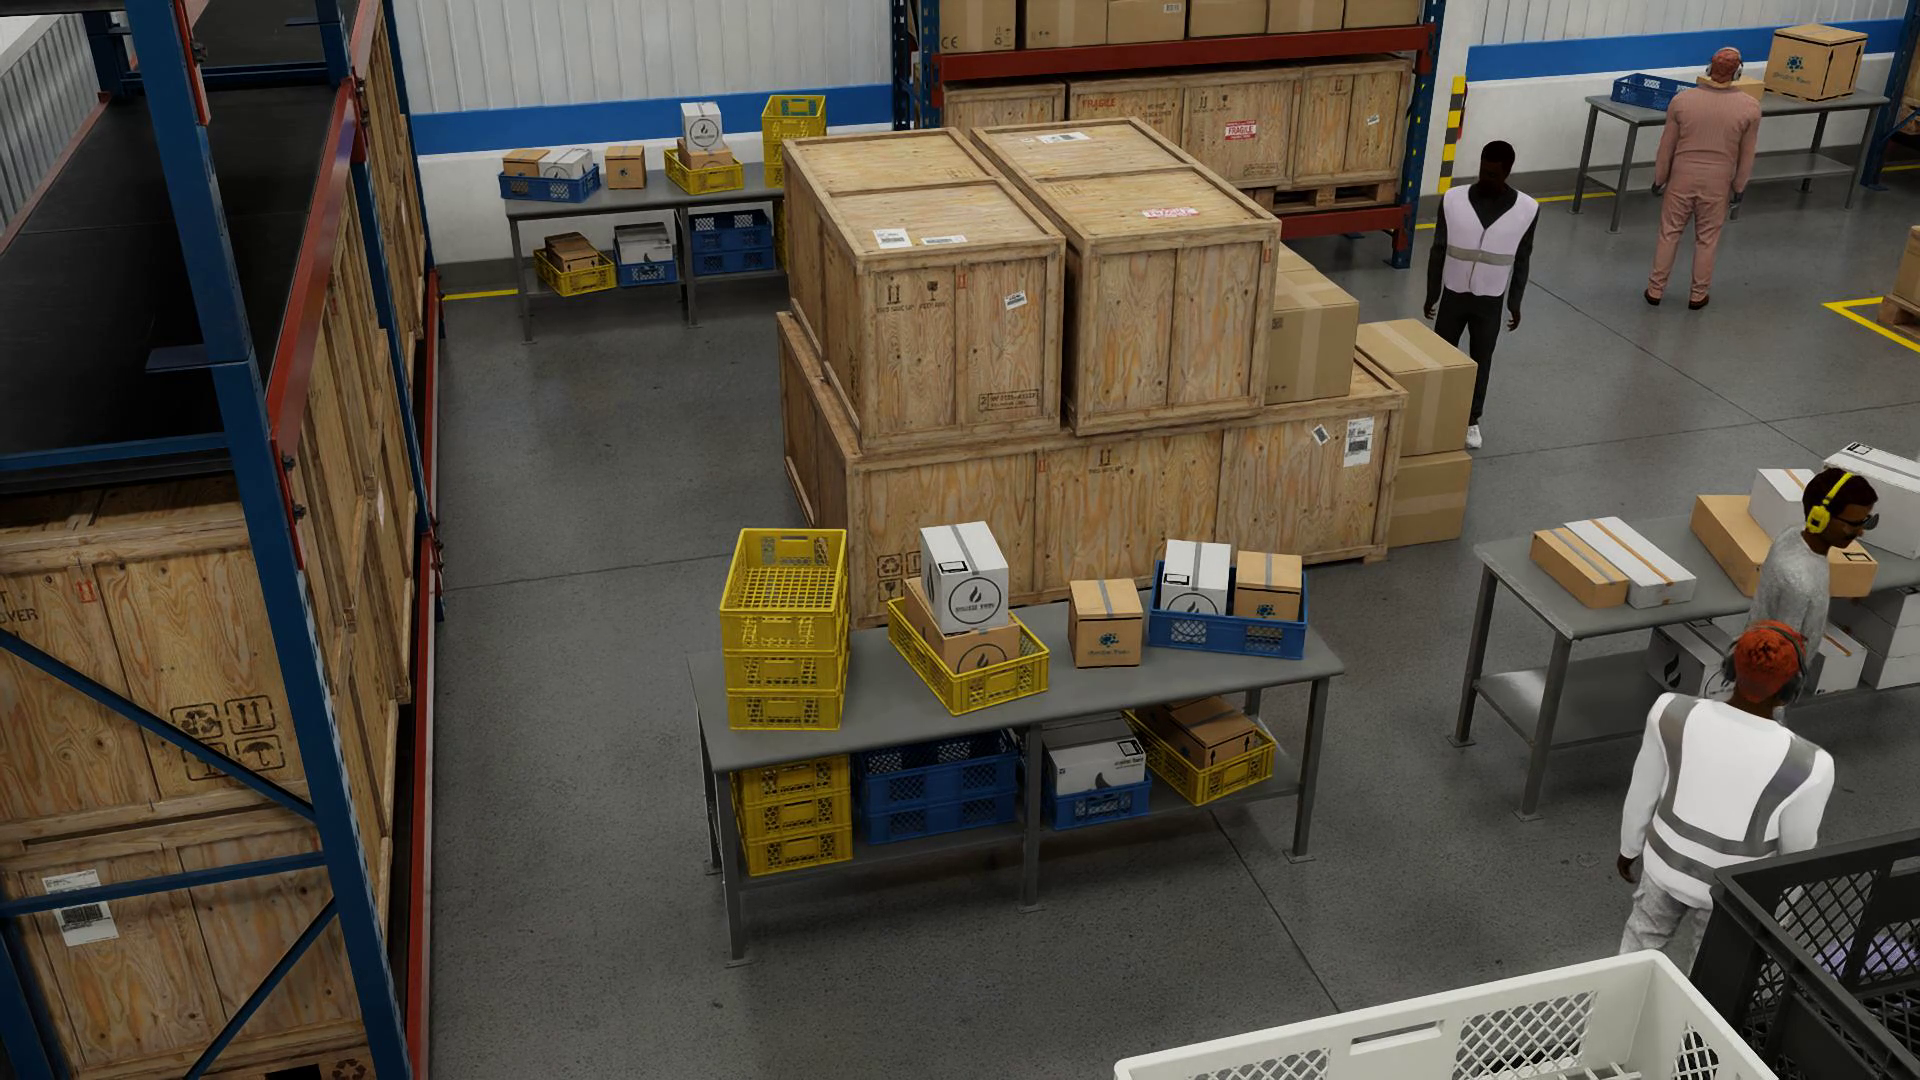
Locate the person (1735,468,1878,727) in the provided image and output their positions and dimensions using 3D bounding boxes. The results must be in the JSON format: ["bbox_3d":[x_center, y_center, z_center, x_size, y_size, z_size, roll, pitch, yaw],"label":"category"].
[{"bbox_3d":[3.145,0.565,6.426,0.331,1.864,0.513,11,31,19],"label":"person"}]

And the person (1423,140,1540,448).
[{"bbox_3d":[3.125,-1.492,10.107,0.587,1.915,0.393,9,30,15],"label":"person"}]

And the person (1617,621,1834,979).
[{"bbox_3d":[2.433,1.100,5.442,0.581,1.878,0.343,23,36,35],"label":"person"}]

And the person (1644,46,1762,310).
[{"bbox_3d":[5.431,-2.644,12.204,0.655,1.906,0.407,12,31,20],"label":"person"}]

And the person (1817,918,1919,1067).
[{"bbox_3d":[2.414,1.676,4.348,0.663,1.934,0.385,13,31,22],"label":"person"}]
